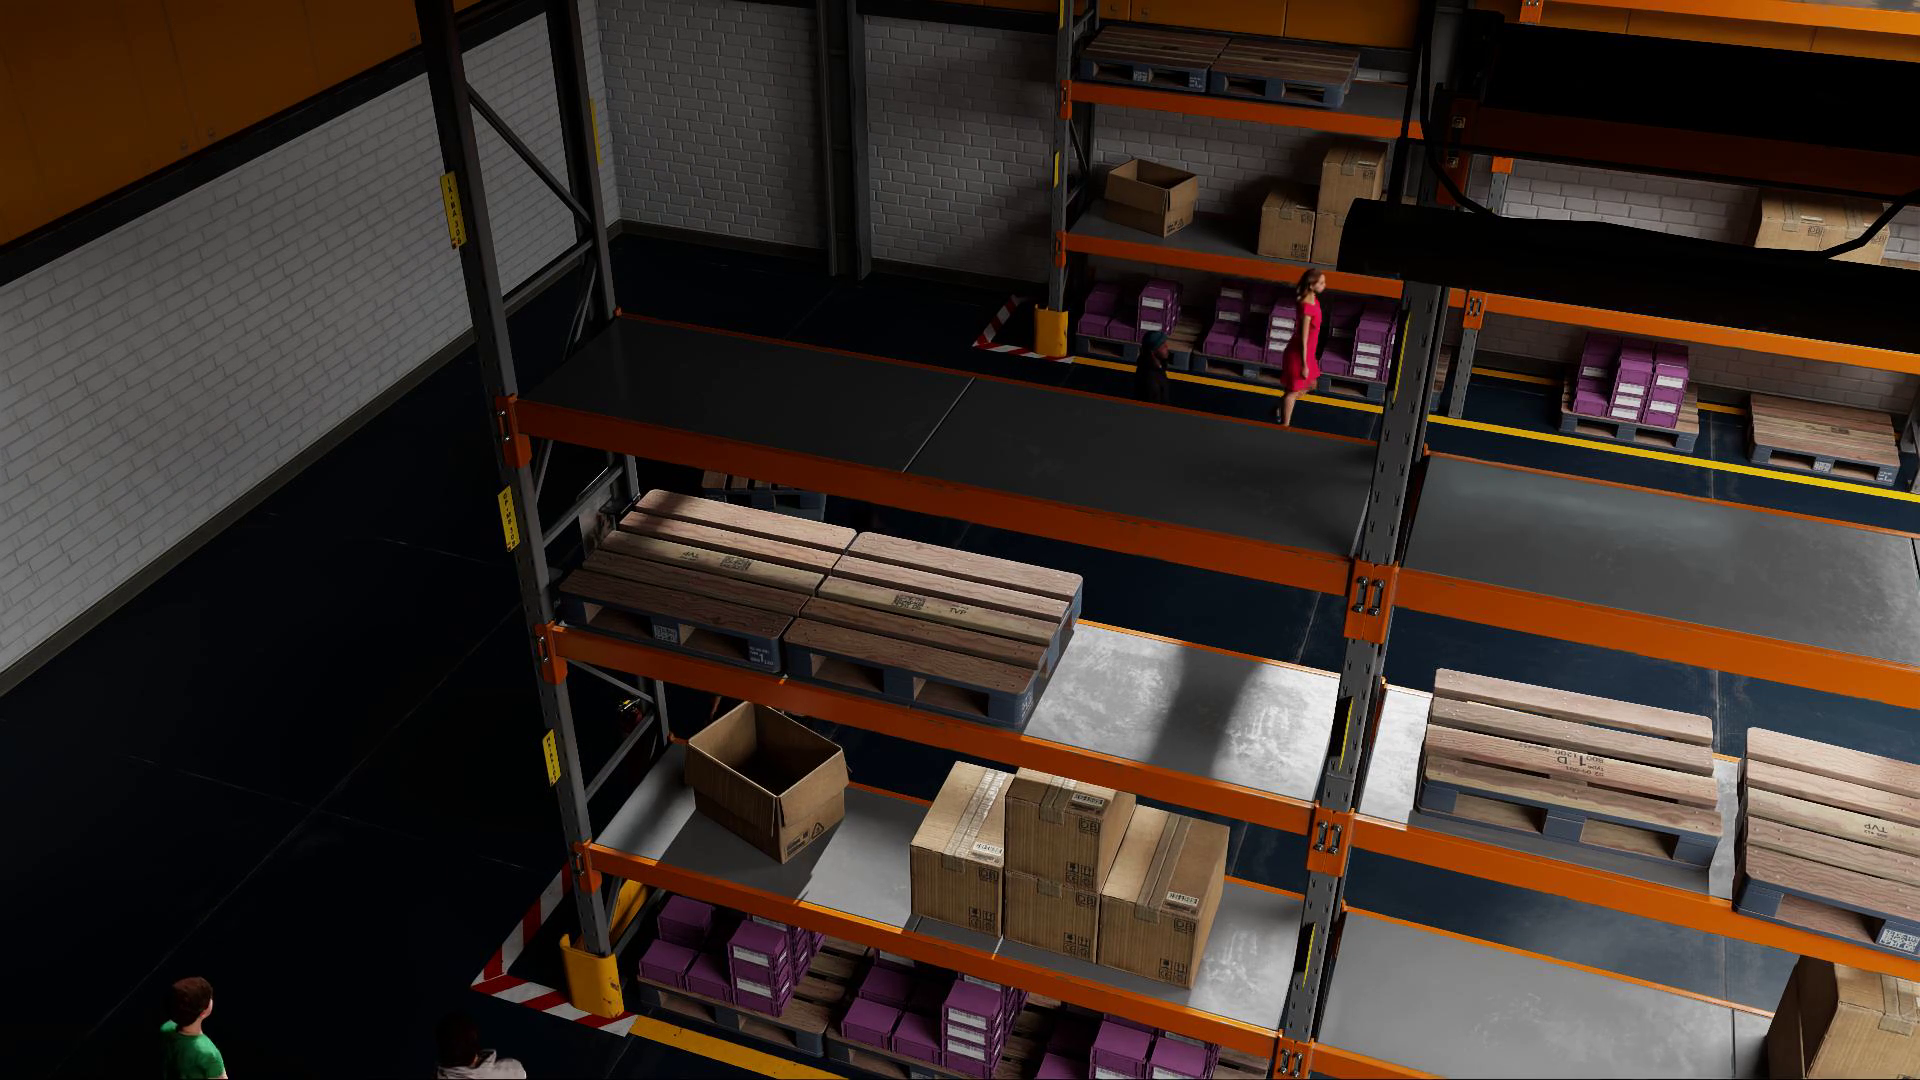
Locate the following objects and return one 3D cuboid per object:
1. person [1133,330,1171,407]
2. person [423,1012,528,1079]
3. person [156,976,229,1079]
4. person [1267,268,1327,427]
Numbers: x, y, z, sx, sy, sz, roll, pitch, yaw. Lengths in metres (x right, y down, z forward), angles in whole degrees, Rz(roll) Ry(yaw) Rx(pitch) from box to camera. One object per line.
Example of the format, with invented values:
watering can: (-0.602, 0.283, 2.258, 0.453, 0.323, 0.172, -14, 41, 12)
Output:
person: (1.558, -0.926, 13.829, 0.671, 1.817, 0.721, 3, 34, 5)
person: (-2.230, 2.996, 7.906, 0.763, 1.842, 0.847, -11, 35, -16)
person: (-3.802, 2.914, 8.232, 0.870, 1.618, 0.758, 20, 38, 27)
person: (2.987, -1.675, 15.044, 0.676, 1.719, 0.588, 14, 36, 19)
